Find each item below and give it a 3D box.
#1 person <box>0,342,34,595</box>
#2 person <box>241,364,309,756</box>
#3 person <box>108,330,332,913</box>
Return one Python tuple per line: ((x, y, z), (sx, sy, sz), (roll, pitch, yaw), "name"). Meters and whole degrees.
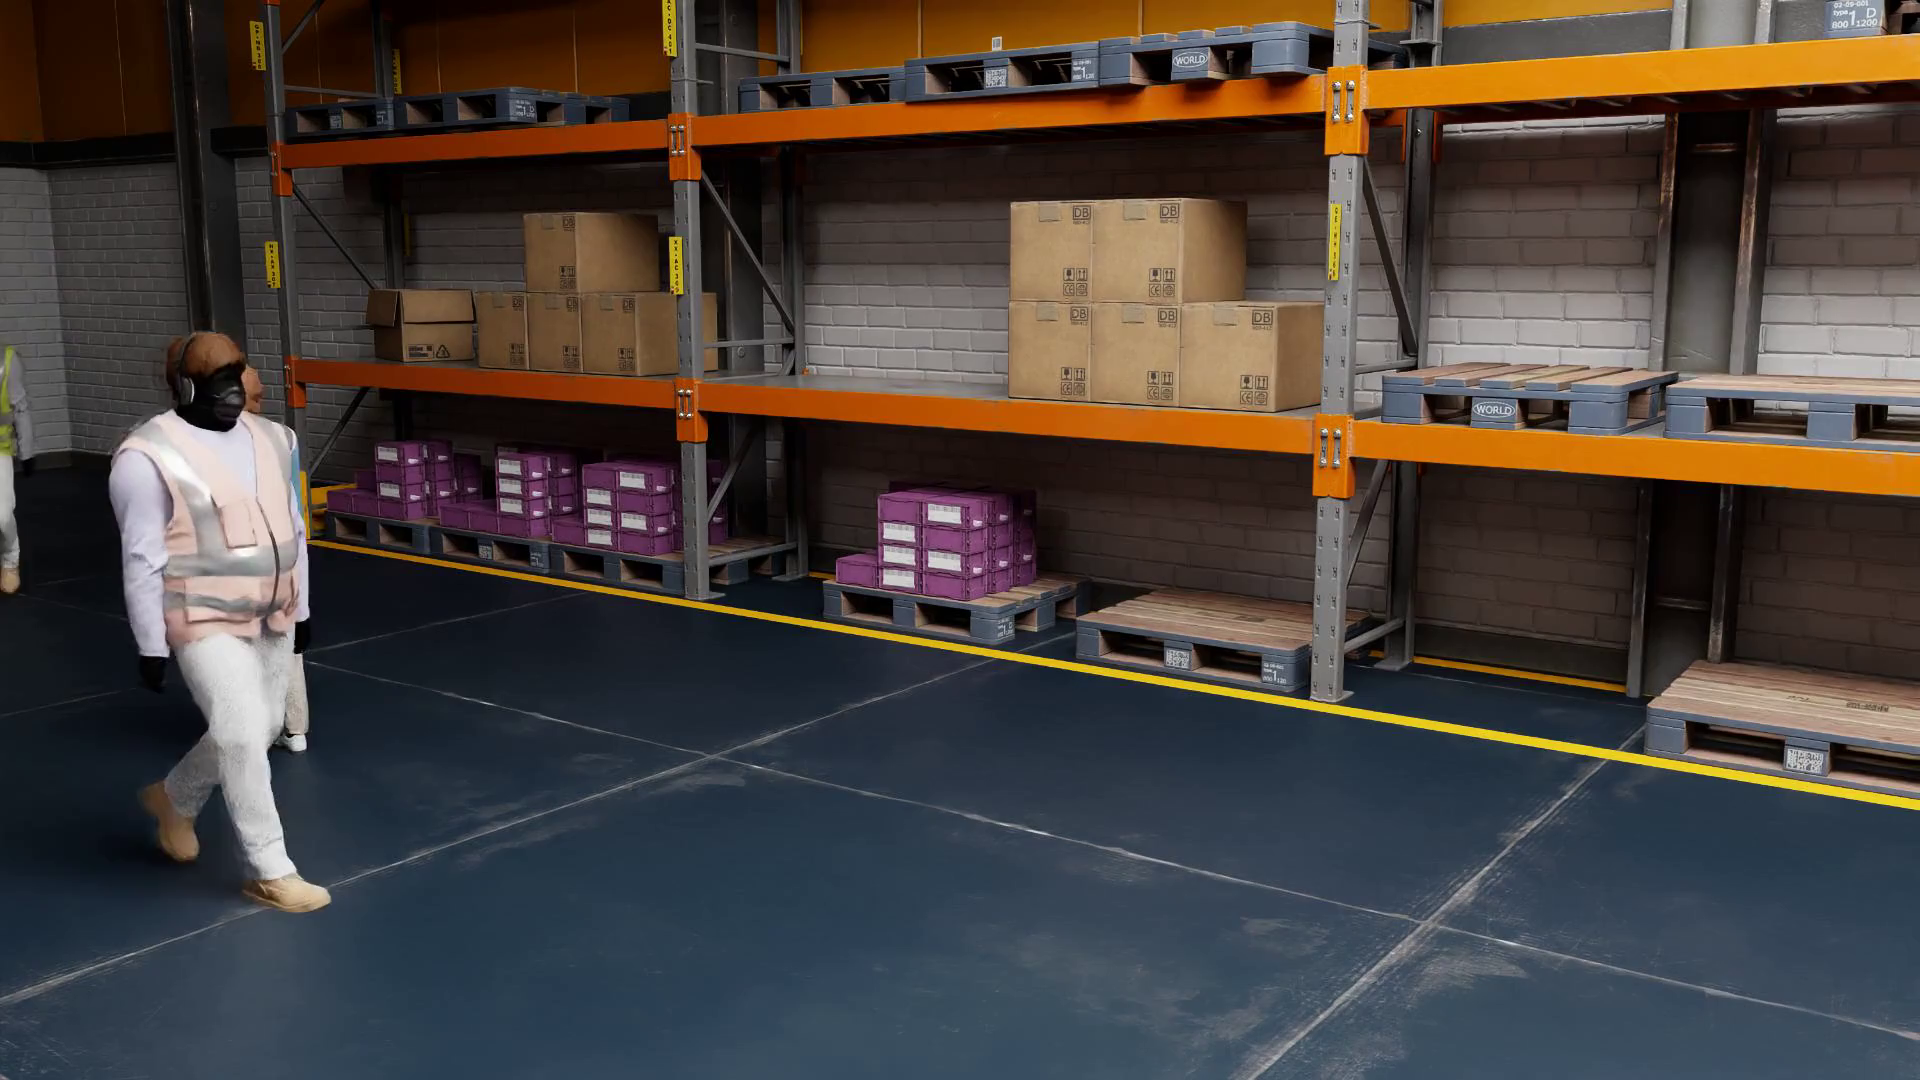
((-5.754, -0.502, 9.677), (0.650, 1.825, 0.461), (-4, 10, -24), "person")
((-2.853, 0.099, 6.652), (0.307, 1.637, 0.525), (6, 11, 33), "person")
((-2.363, 0.243, 5.266), (0.817, 1.814, 0.631), (4, 10, 22), "person")
